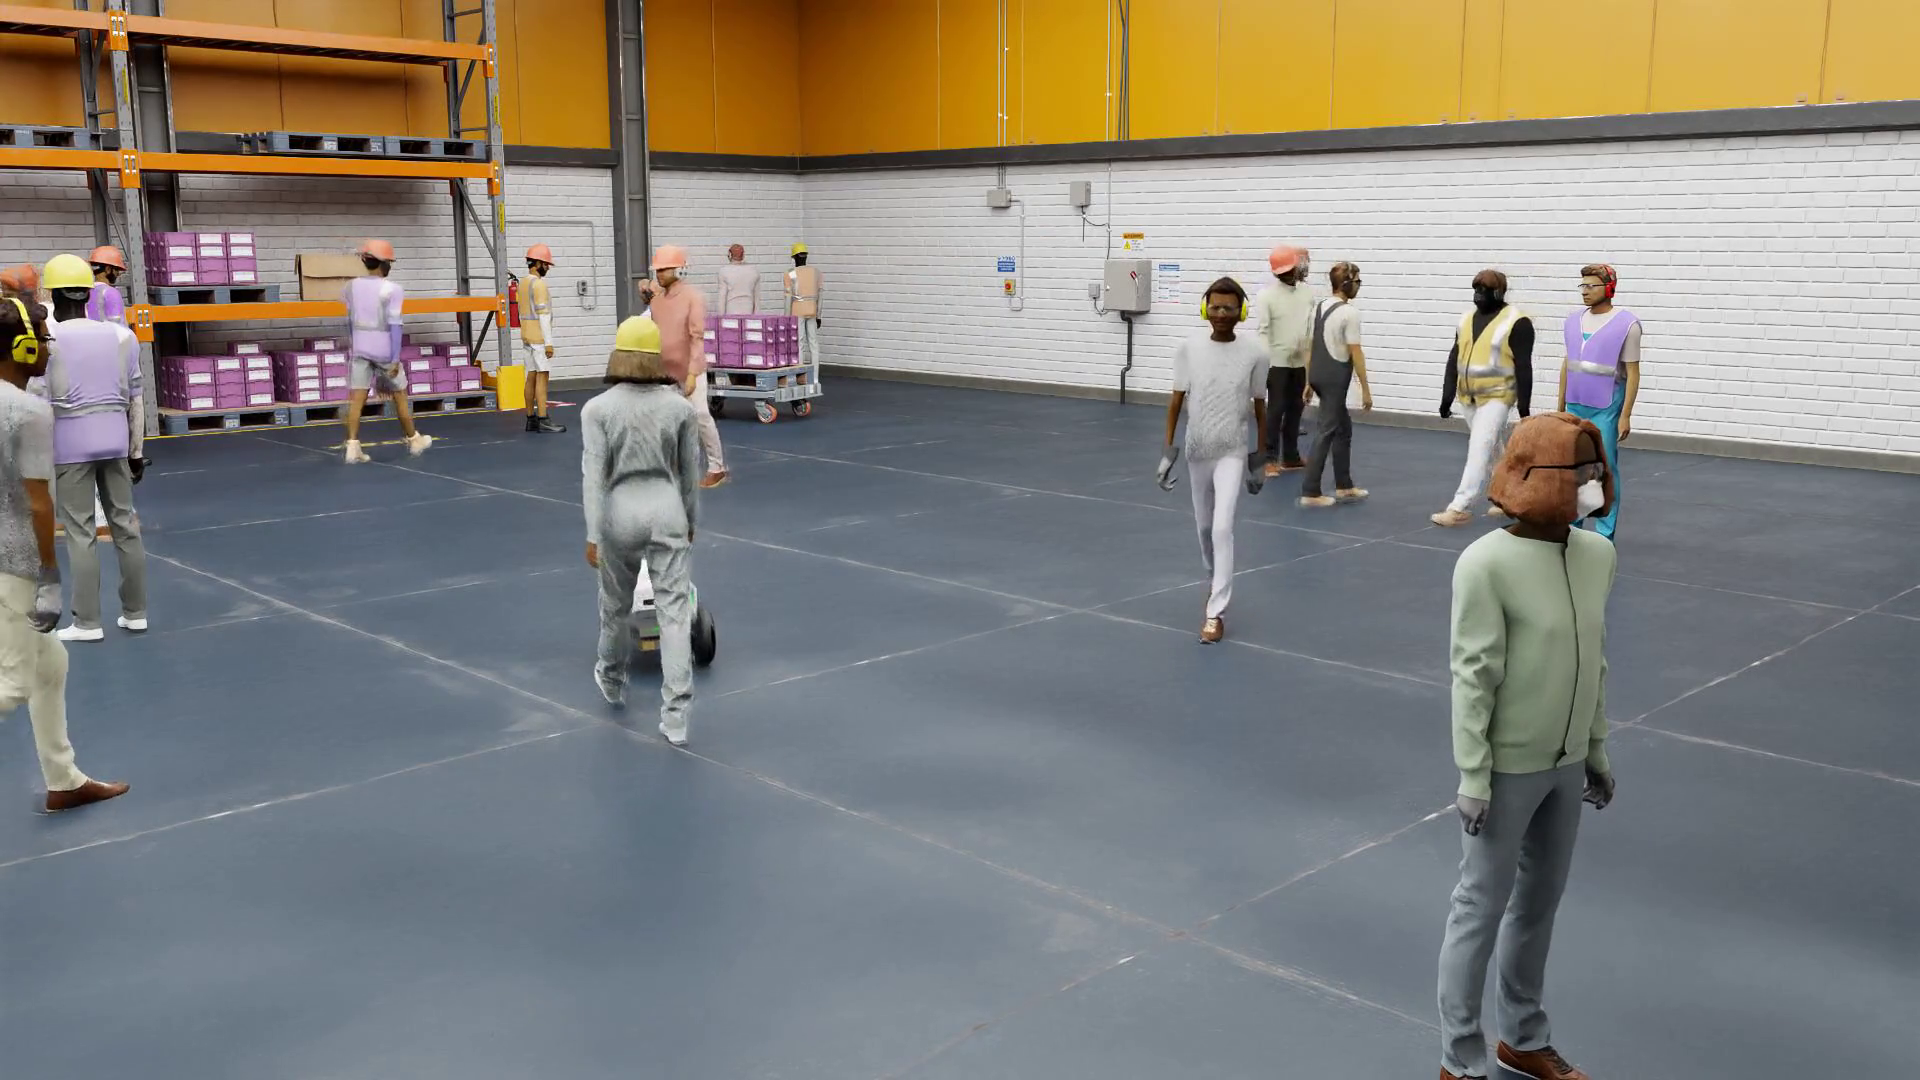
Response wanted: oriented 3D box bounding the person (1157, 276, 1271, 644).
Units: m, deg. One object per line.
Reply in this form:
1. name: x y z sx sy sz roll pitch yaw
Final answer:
1. person: 1.330 -0.450 8.606 0.524 1.829 0.966 4 11 21

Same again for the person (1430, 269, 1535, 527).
1. person: 3.719 -1.011 11.759 0.987 1.792 0.647 -6 12 -28

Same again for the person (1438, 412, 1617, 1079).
1. person: 1.310 0.521 3.807 0.500 1.636 0.283 -7 12 -33

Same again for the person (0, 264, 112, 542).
1. person: -5.938 -0.877 10.877 0.605 1.833 0.662 1 10 5

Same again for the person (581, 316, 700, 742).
1. person: -1.318 -0.068 6.861 0.496 1.685 0.916 -4 11 -22

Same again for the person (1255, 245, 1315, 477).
1. person: 2.791 -1.504 14.023 0.787 1.942 0.461 -7 13 -34

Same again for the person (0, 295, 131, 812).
1. person: -3.269 0.109 5.550 0.549 1.839 0.847 7 12 32

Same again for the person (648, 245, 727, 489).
1. person: -2.214 -1.325 13.058 0.622 1.947 1.018 7 12 32

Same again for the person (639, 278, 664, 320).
1. person: -2.724 -1.522 14.937 0.315 1.640 0.514 2 11 9

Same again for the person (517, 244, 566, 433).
1. person: -4.312 -2.059 17.079 0.372 1.928 0.543 -8 13 -38

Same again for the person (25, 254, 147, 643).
1. person: -4.359 -0.448 8.296 0.367 1.928 0.584 7 12 34

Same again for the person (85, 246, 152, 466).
1. person: -7.401 -1.590 14.518 0.542 1.930 0.366 6 12 31

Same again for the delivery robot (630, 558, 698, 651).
1. delivery robot: -1.496 0.252 7.971 0.477 0.478 0.707 -4 11 -22

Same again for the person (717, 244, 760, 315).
1. person: -3.013 -3.040 22.489 0.655 1.906 0.407 -8 13 -36

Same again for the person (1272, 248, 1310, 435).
1. person: 3.449 -2.004 16.871 0.617 1.885 0.680 8 13 37

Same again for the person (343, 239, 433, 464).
1. person: -5.225 -1.695 14.955 0.630 1.986 1.067 3 11 14

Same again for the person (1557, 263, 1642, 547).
1. person: 4.031 -0.820 10.544 0.373 1.843 0.571 -6 12 -28

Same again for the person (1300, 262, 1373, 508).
1. person: 2.874 -1.140 12.347 0.769 1.816 0.548 -3 11 -17

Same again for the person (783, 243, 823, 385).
1. person: -2.128 -3.041 22.459 0.585 1.920 0.373 -7 12 -33
